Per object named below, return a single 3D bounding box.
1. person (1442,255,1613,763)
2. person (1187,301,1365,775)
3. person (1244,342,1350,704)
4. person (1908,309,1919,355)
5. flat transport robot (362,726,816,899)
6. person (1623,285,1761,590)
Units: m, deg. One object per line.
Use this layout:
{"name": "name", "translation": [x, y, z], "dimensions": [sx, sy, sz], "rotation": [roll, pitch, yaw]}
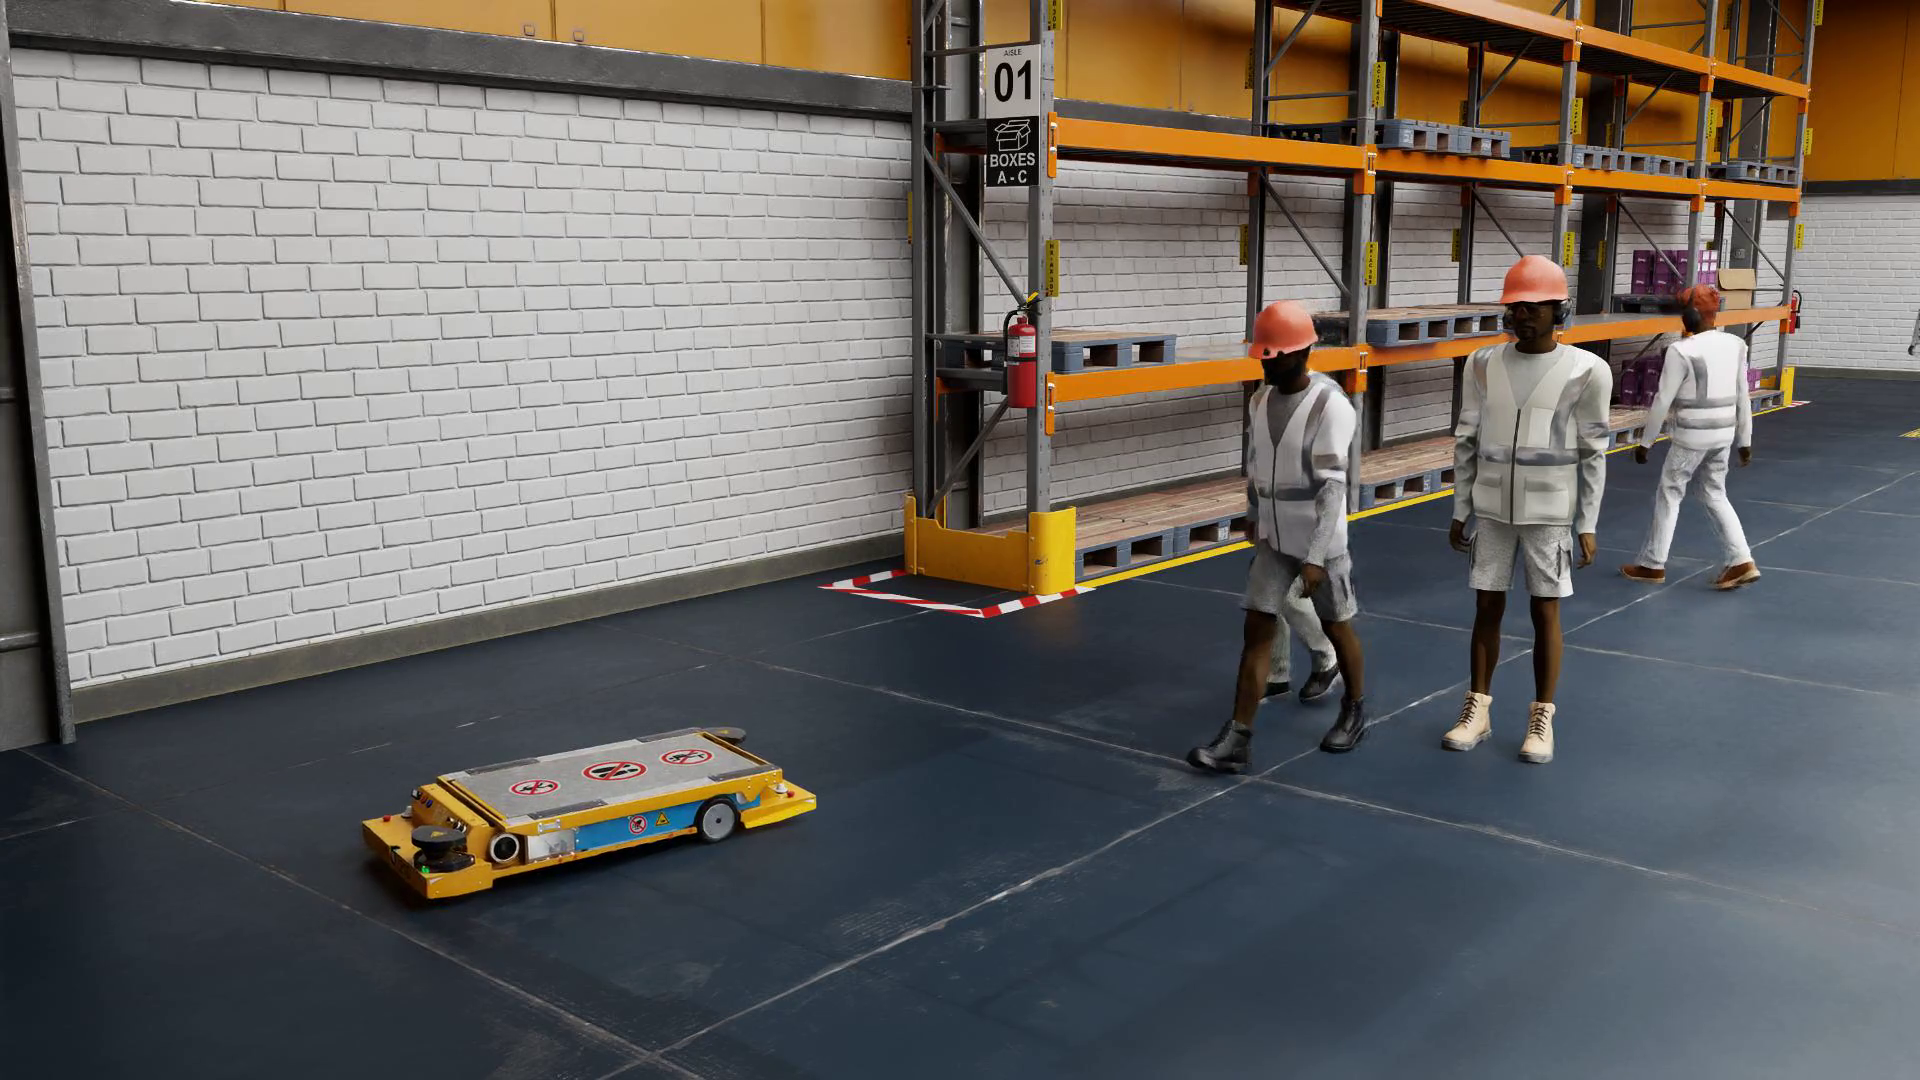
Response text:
{"name": "person", "translation": [2.281, -0.118, 6.740], "dimensions": [0.605, 2.045, 0.386], "rotation": [7, 12, 36]}
{"name": "person", "translation": [1.350, -0.003, 6.617], "dimensions": [0.992, 1.881, 0.561], "rotation": [-8, 13, -37]}
{"name": "person", "translation": [1.497, -0.130, 7.483], "dimensions": [0.461, 1.808, 0.615], "rotation": [-5, 11, -25]}
{"name": "person", "translation": [11.791, -2.379, 20.008], "dimensions": [0.570, 1.914, 0.483], "rotation": [1, 10, 6]}
{"name": "flat transport robot", "translation": [-1.287, 0.922, 5.865], "dimensions": [1.431, 0.197, 0.652], "rotation": [-7, 12, -36]}
{"name": "person", "translation": [4.458, -0.609, 10.109], "dimensions": [0.630, 1.850, 0.841], "rotation": [-4, 11, -23]}
